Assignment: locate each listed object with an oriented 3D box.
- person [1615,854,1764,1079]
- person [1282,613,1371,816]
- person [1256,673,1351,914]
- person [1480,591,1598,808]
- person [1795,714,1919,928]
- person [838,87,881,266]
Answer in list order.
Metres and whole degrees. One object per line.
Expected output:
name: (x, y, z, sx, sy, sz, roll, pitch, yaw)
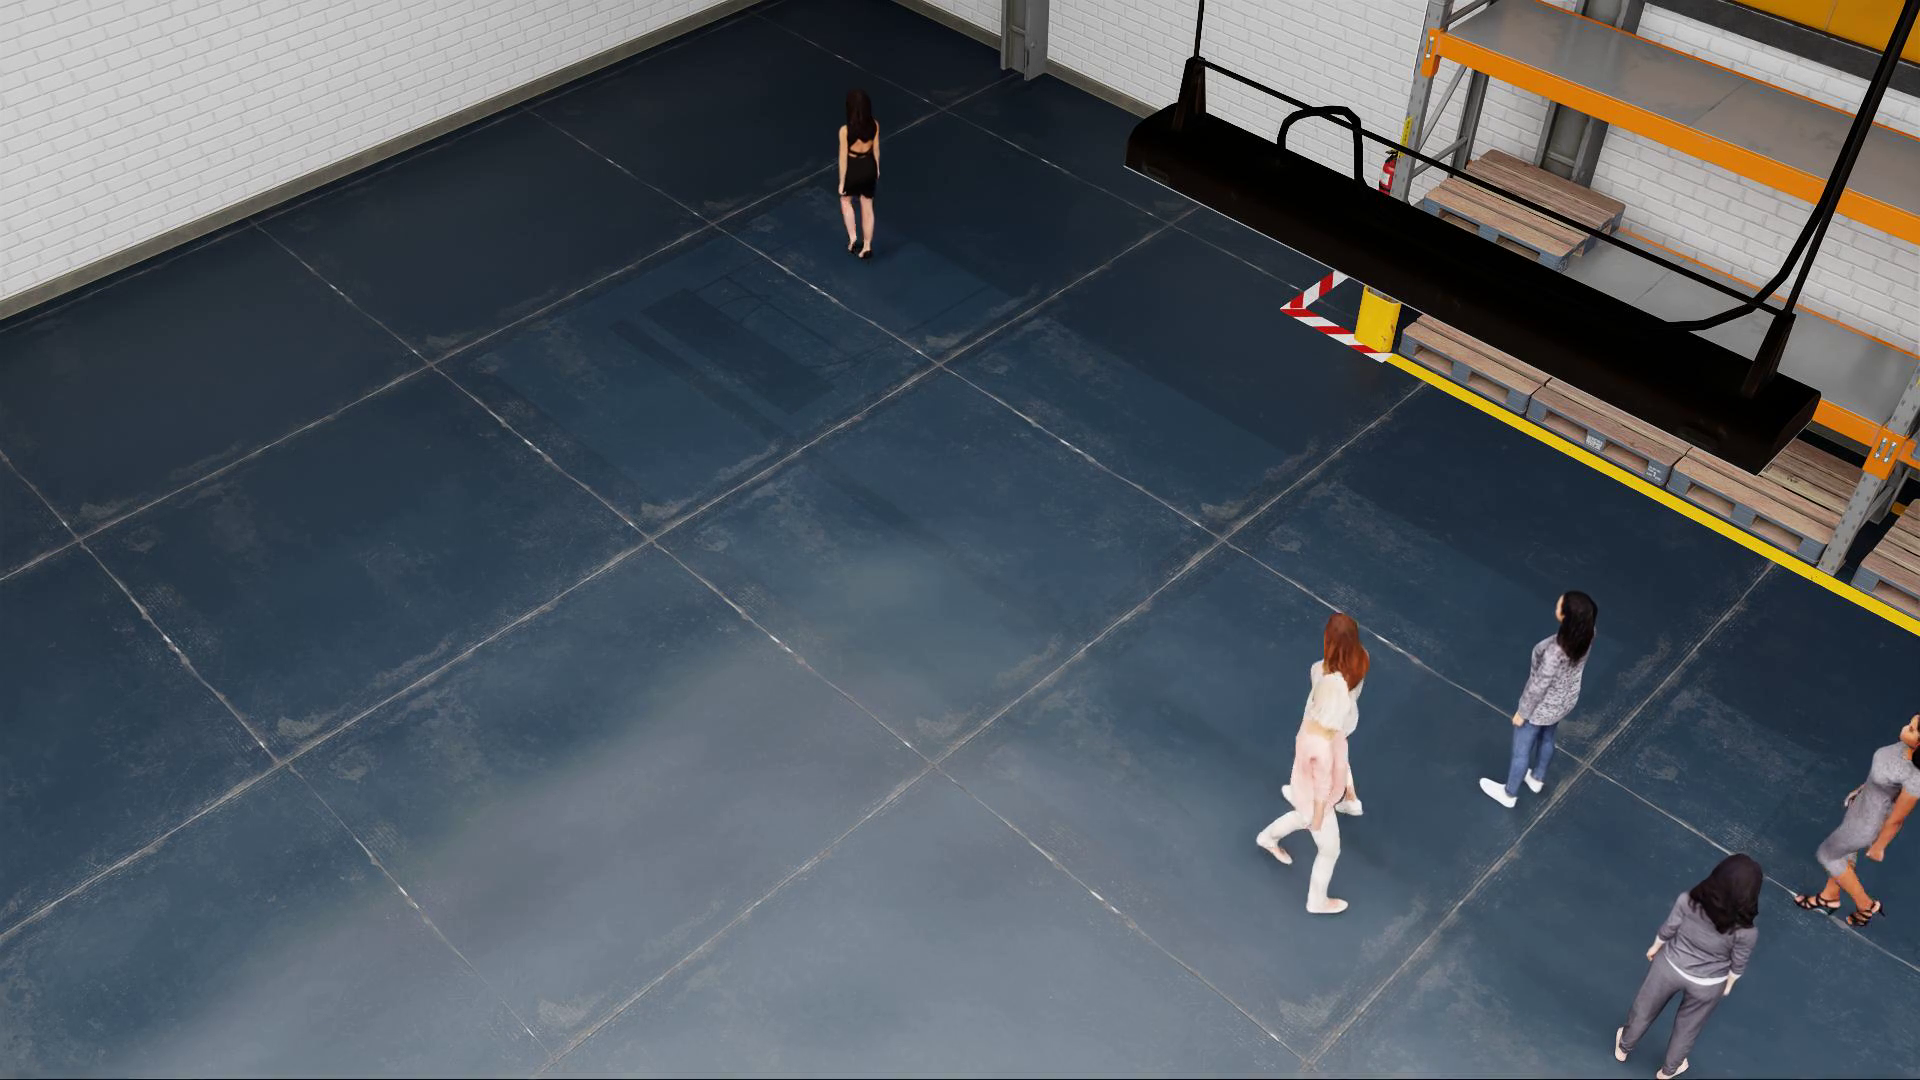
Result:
person: (3.812, 2.252, 8.687, 0.487, 1.761, 0.681, 29, 51, 27)
person: (2.264, 1.133, 9.911, 0.630, 1.692, 0.785, -26, 50, -25)
person: (1.998, 1.426, 9.622, 0.955, 1.666, 0.886, 11, 45, 11)
person: (3.561, 0.968, 10.056, 0.645, 1.731, 0.574, -27, 50, -26)
person: (5.216, 1.611, 9.352, 0.793, 1.770, 0.688, 20, 47, 19)
person: (-0.831, -3.097, 14.392, 0.675, 1.635, 0.678, -20, 47, -20)
